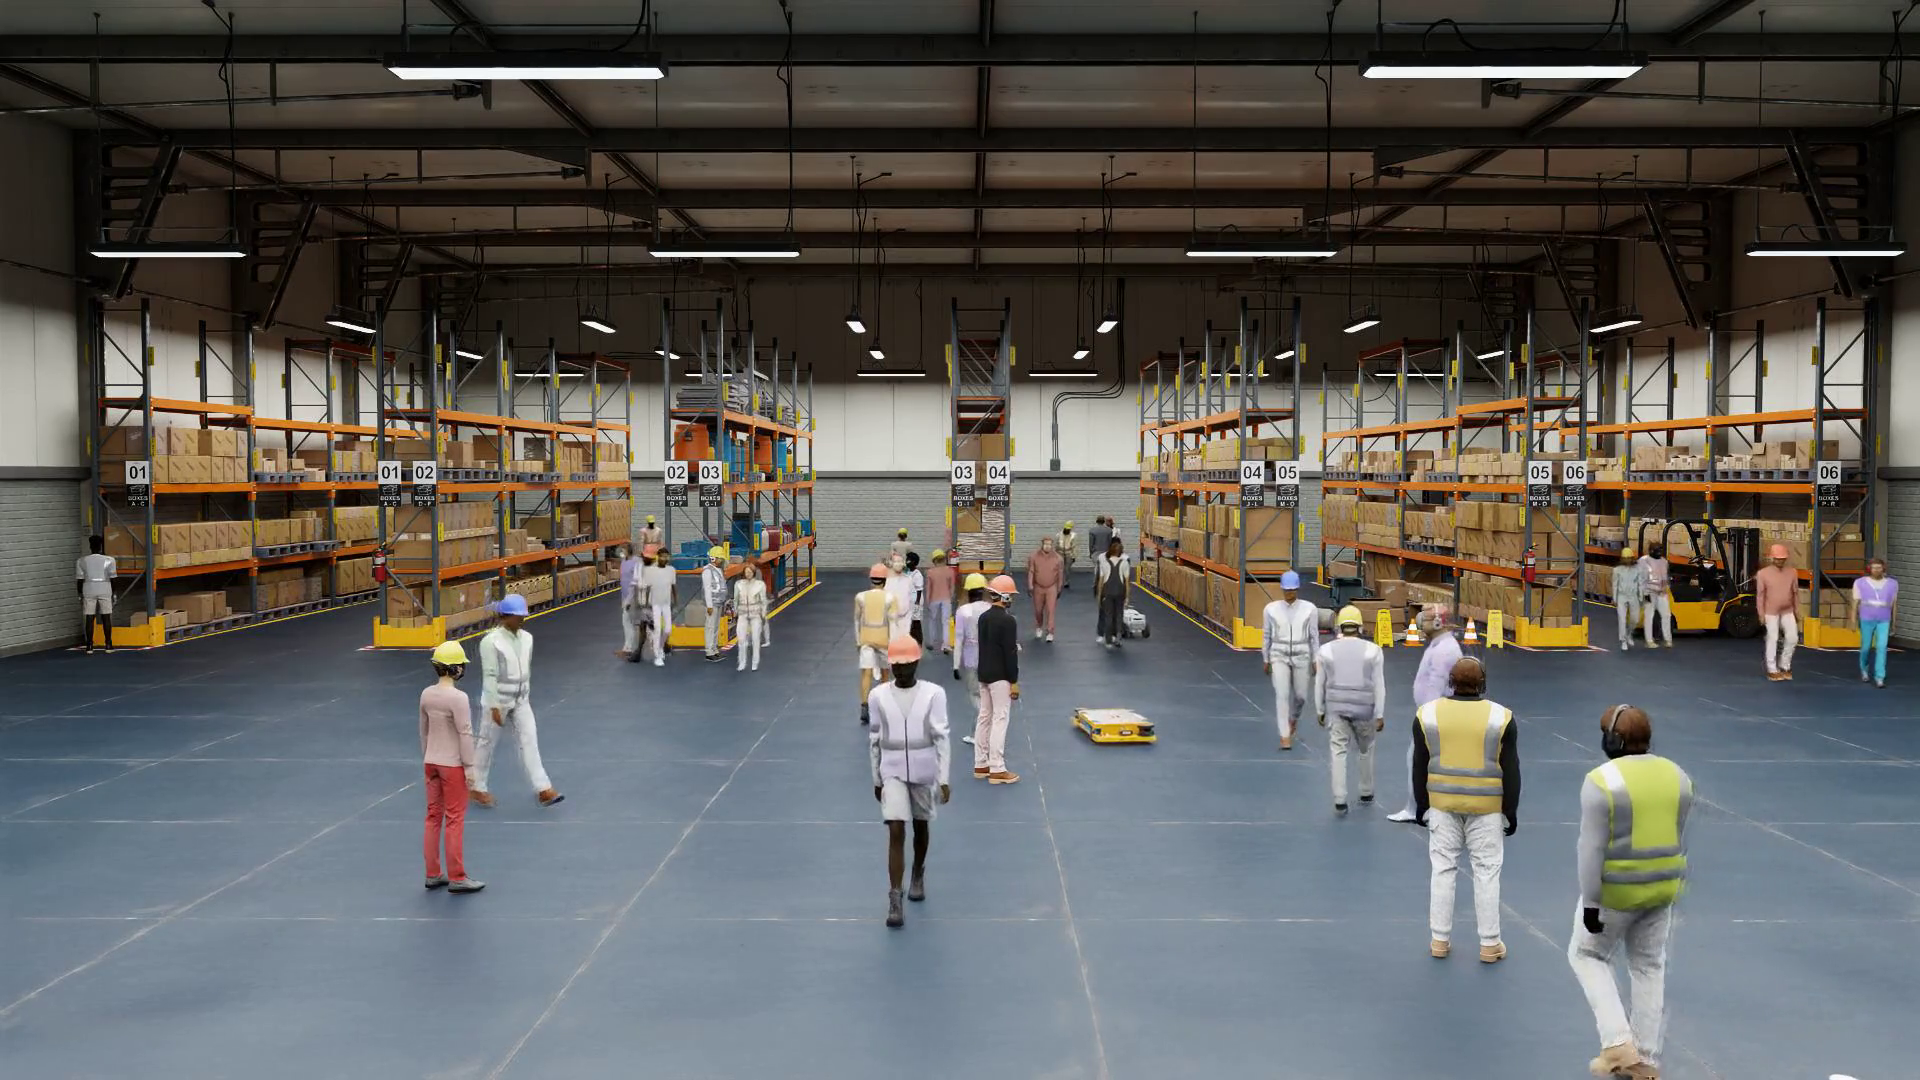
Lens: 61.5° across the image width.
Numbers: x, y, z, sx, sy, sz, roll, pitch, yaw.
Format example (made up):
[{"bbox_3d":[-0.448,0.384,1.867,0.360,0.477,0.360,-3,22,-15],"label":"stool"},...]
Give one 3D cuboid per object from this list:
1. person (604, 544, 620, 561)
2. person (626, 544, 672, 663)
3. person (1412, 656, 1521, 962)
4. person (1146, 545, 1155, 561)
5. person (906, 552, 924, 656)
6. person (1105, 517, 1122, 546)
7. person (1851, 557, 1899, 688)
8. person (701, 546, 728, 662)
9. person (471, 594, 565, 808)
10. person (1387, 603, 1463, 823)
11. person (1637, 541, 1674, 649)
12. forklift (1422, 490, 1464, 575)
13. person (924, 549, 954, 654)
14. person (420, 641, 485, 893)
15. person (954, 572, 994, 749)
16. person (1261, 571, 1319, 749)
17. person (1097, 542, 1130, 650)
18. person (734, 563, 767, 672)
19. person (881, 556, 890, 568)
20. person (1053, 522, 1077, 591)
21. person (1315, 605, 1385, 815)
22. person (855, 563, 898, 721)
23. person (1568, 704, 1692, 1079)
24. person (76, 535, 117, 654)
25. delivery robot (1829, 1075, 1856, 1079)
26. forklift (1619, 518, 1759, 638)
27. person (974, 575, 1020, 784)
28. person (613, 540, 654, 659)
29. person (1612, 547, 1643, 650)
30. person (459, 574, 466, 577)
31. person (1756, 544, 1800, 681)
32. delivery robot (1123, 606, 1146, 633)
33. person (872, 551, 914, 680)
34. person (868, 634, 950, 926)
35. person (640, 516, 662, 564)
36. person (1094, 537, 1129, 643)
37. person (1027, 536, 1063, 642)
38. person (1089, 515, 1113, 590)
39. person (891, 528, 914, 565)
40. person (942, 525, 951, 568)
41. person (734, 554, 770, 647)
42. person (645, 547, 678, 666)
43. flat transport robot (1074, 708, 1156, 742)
[{"bbox_3d":[-10.451,0.042,48.335,0.700,1.956,0.607,1,2,24],"label":"person"},{"bbox_3d":[-4.919,0.984,25.717,0.572,1.879,0.960,2,3,38],"label":"person"},{"bbox_3d":[3.097,1.628,9.876,0.633,1.842,0.429,1,2,24],"label":"person"},{"bbox_3d":[5.293,0.128,45.485,0.857,2.009,0.661,2,3,41],"label":"person"},{"bbox_3d":[-0.767,1.043,26.375,0.321,1.697,0.529,-1,2,-23],"label":"person"},{"bbox_3d":[3.958,0.322,42.460,0.592,1.861,0.646,1,2,13],"label":"person"},{"bbox_3d":[12.856,1.135,22.720,0.575,1.816,0.852,1,2,21],"label":"person"},{"bbox_3d":[-3.888,1.009,25.630,0.403,1.828,0.589,0,2,9],"label":"person"},{"bbox_3d":[-3.929,1.425,14.196,1.034,1.889,0.627,1,3,33],"label":"person"},{"bbox_3d":[3.873,1.467,13.394,0.797,1.877,0.654,0,2,10],"label":"person"},{"bbox_3d":[11.865,0.934,27.500,0.649,1.828,0.539,-1,2,-13],"label":"person"},{"bbox_3d":[13.926,-0.371,47.846,1.873,2.768,1.129,0,2,0],"label":"forklift"},{"bbox_3d":[-0.346,1.014,26.883,0.518,1.722,0.866,0,2,-8],"label":"person"},{"bbox_3d":[-3.627,1.601,11.478,0.523,1.769,0.314,2,3,36],"label":"person"},{"bbox_3d":[0.237,1.302,17.410,0.595,1.903,0.809,-1,3,-31],"label":"person"},{"bbox_3d":[3.597,1.281,17.629,0.627,1.920,0.701,0,2,7],"label":"person"},{"bbox_3d":[2.589,0.943,27.312,0.540,1.824,0.467,0,2,2],"label":"person"},{"bbox_3d":[-3.157,1.168,24.150,0.536,1.613,0.680,0,2,7],"label":"person"},{"bbox_3d":[-1.159,1.080,26.331,0.529,1.627,0.350,-1,3,-29],"label":"person"},{"bbox_3d":[2.695,0.404,41.675,0.650,1.776,0.863,0,2,11],"label":"person"},{"bbox_3d":[3.449,1.478,14.238,0.607,1.794,0.831,1,2,20],"label":"person"},{"bbox_3d":[-1.016,1.227,19.504,0.549,1.893,1.005,0,2,6],"label":"person"},{"bbox_3d":[3.252,1.714,7.853,0.639,1.827,0.439,-1,2,-16],"label":"person"},{"bbox_3d":[-14.312,0.895,26.782,0.603,1.966,0.367,-1,3,-27],"label":"person"},{"bbox_3d":[3.499,2.247,6.399,0.335,0.223,0.698,-1,2,-17],"label":"delivery robot"},{"bbox_3d":[13.417,0.684,29.791,2.313,2.155,1.214,0,2,0],"label":"forklift"},{"bbox_3d":[0.385,1.332,15.626,0.421,1.984,0.615,-1,3,-27],"label":"person"},{"bbox_3d":[-5.254,0.949,26.252,0.776,1.908,0.664,-1,3,-32],"label":"person"},{"bbox_3d":[11.271,0.989,27.249,0.506,1.732,0.375,0,2,10],"label":"person"},{"bbox_3d":[-11.104,0.609,35.372,0.552,1.852,0.405,0,2,-5],"label":"person"},{"bbox_3d":[11.711,1.039,23.080,0.637,1.969,0.509,0,2,1],"label":"person"},{"bbox_3d":[3.128,1.453,29.601,0.477,0.478,0.707,-1,2,-17],"label":"delivery robot"},{"bbox_3d":[-0.929,1.096,22.605,0.659,1.892,0.618,-1,3,-30],"label":"person"},{"bbox_3d":[-0.342,1.567,10.925,0.563,1.889,0.988,0,2,1],"label":"person"},{"bbox_3d":[-8.310,0.281,43.479,0.595,1.861,1.025,-1,2,-16],"label":"person"},{"bbox_3d":[2.594,0.887,28.210,0.675,1.865,0.860,1,2,22],"label":"person"},{"bbox_3d":[1.532,0.854,28.933,0.631,1.879,0.858,0,2,7],"label":"person"},{"bbox_3d":[3.623,0.322,41.546,0.630,1.940,0.373,0,2,-4],"label":"person"},{"bbox_3d":[-1.326,0.594,37.091,0.542,1.749,0.541,0,2,-1],"label":"person"},{"bbox_3d":[-0.299,0.187,45.589,0.616,1.889,0.649,0,2,12],"label":"person"},{"bbox_3d":[-3.537,1.047,27.601,0.609,1.593,0.726,2,3,43],"label":"person"},{"bbox_3d":[-4.652,1.021,25.108,0.572,1.845,0.506,-1,3,-31],"label":"person"},{"bbox_3d":[1.739,2.088,18.300,0.652,0.197,1.431,0,2,-6],"label":"flat transport robot"}]
